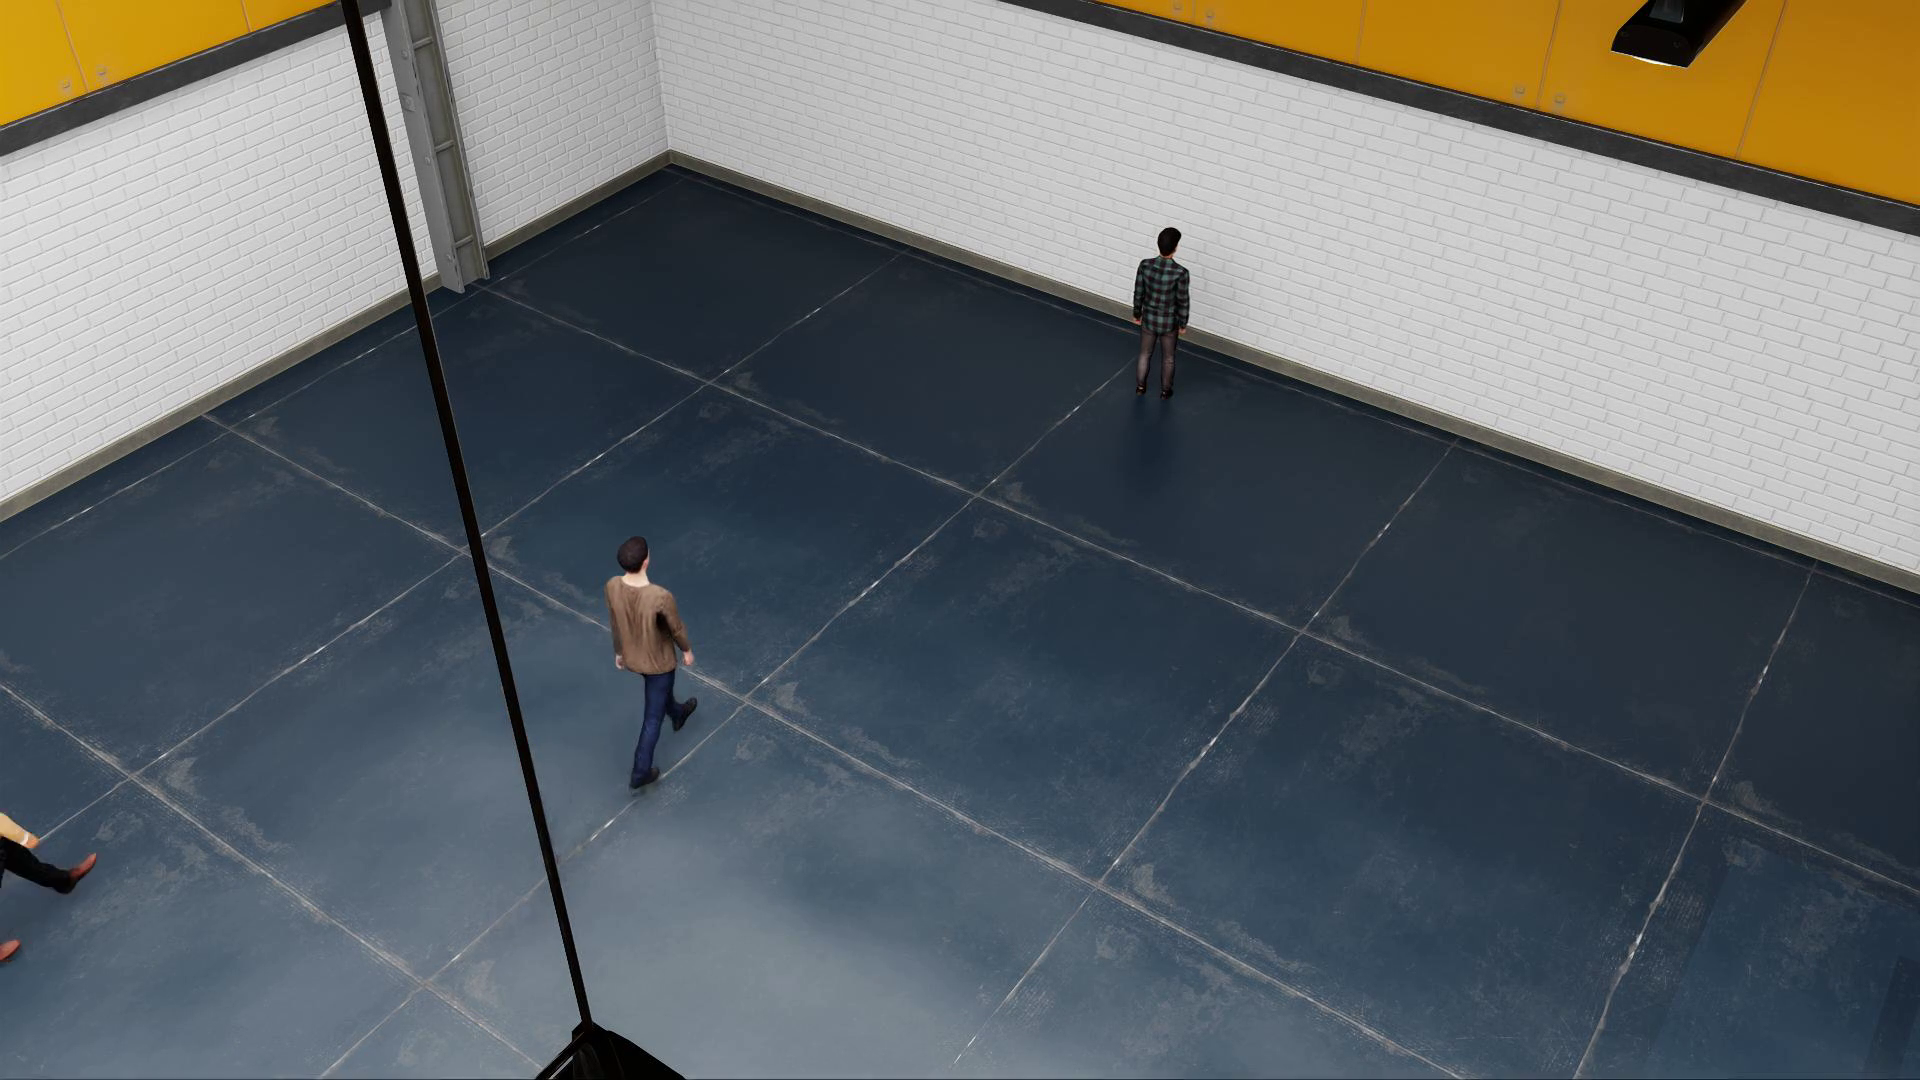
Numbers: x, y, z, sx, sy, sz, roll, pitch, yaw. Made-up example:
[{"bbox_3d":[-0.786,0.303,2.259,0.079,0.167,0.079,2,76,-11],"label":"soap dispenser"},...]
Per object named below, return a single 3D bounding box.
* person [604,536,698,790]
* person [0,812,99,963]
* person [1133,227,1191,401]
[{"bbox_3d":[-2.085,0.833,10.988,0.789,1.846,1.226,16,41,19],"label":"person"},{"bbox_3d":[-5.863,1.866,9.812,0.695,1.699,1.176,26,45,29],"label":"person"},{"bbox_3d":[1.767,-1.992,14.725,0.725,1.715,0.605,14,41,17],"label":"person"}]
